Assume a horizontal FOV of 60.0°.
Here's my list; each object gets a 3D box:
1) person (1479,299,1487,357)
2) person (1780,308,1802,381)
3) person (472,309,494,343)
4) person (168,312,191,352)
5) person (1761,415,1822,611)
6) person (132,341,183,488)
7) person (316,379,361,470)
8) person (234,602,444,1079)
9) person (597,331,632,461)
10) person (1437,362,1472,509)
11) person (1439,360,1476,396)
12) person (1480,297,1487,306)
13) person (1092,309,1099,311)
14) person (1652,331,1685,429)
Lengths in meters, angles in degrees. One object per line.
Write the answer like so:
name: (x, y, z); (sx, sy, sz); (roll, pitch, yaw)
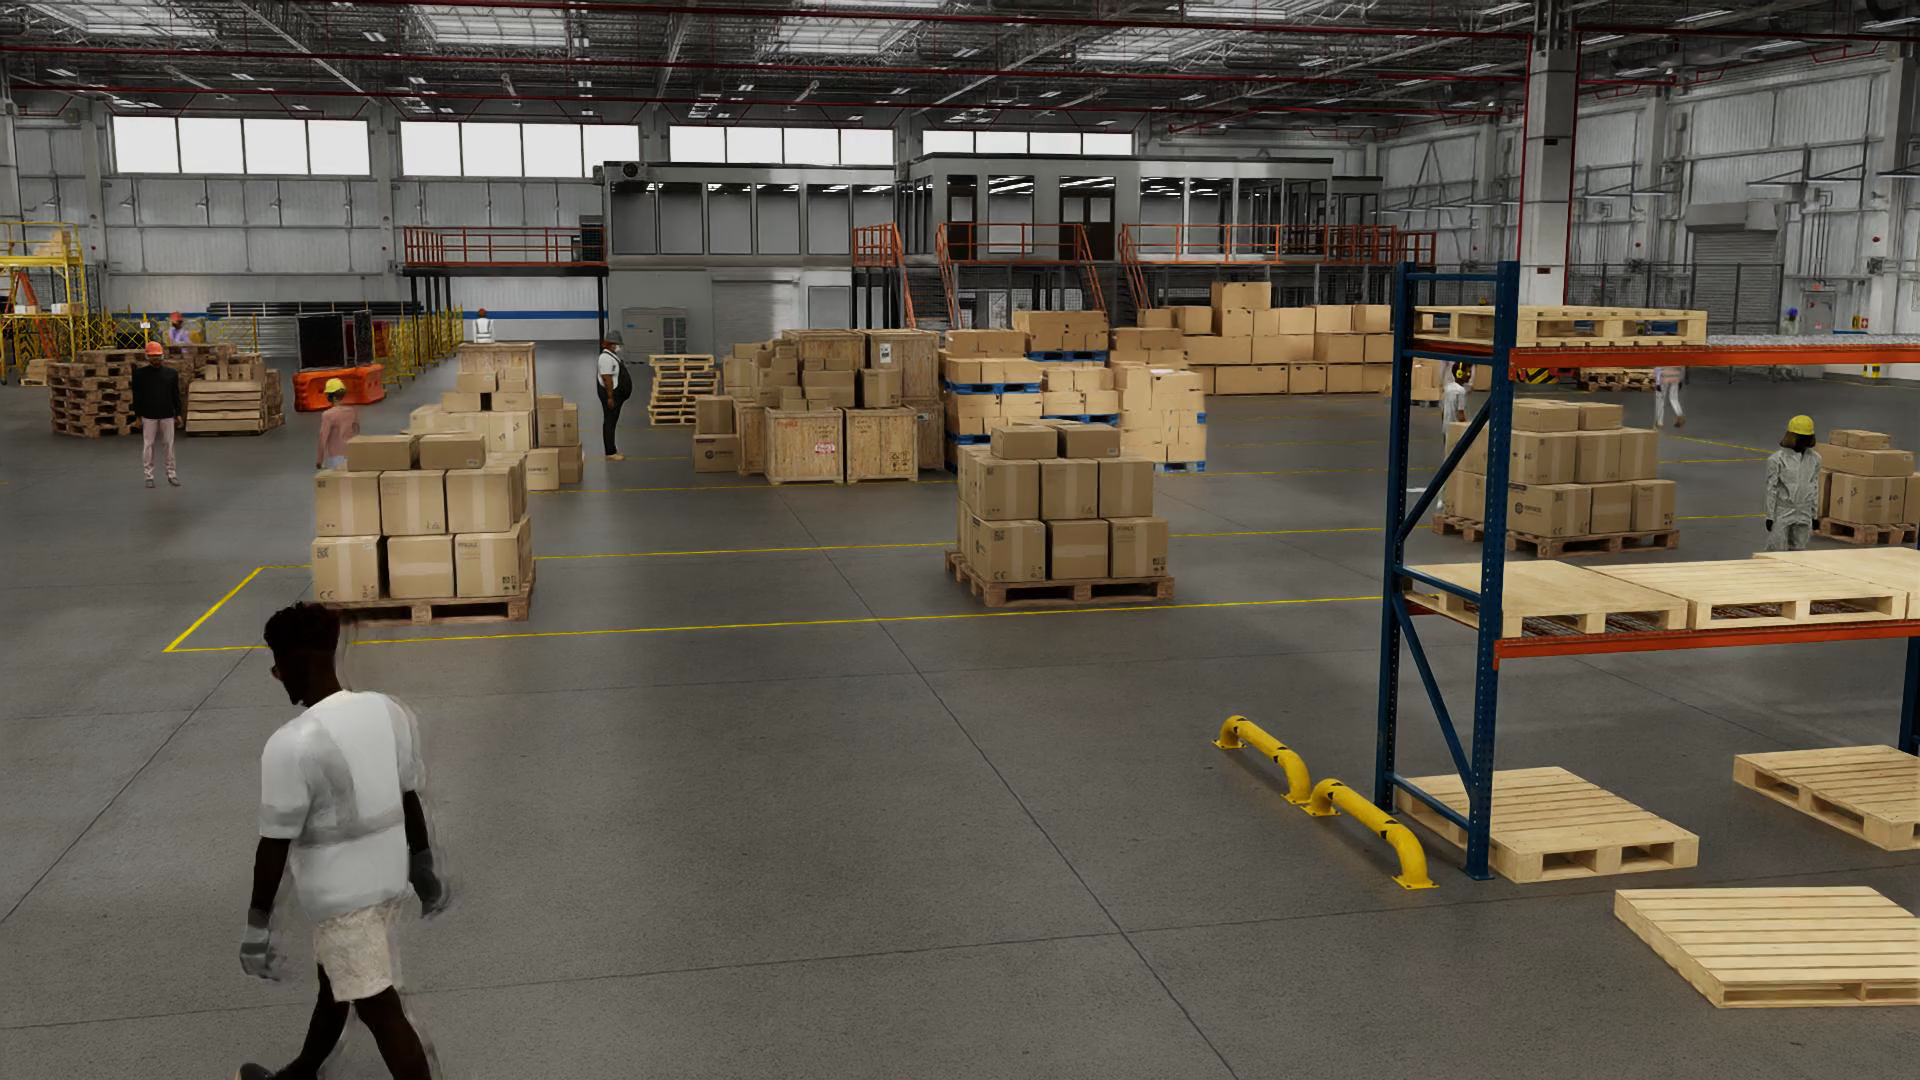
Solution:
person: (17.510, -7.115, 55.890); (0.586, 1.928, 0.364); (3, 10, 20)
person: (21.813, -5.101, 43.610); (0.654, 1.923, 0.715); (-1, 9, -6)
person: (-13.483, -5.624, 47.088); (0.576, 1.840, 0.985); (-2, 10, -12)
person: (-17.340, -4.048, 36.902); (0.627, 2.024, 0.422); (4, 10, 22)
person: (7.202, -0.212, 14.376); (0.494, 1.741, 0.308); (-1, 9, -7)
person: (-10.985, -1.717, 22.782); (0.610, 1.996, 0.379); (-7, 12, -37)
person: (-7.136, -0.958, 18.912); (0.800, 1.733, 0.547); (3, 10, 20)
person: (-2.105, 1.153, 5.562); (1.025, 1.898, 0.707); (2, 10, 15)
person: (-5.389, -2.263, 25.971); (0.536, 2.000, 0.684); (-1, 9, -8)
person: (6.126, -1.286, 20.554); (0.315, 1.864, 0.526); (-1, 9, -8)
person: (8.937, -2.849, 29.910); (0.636, 1.921, 0.661); (3, 10, 20)
person: (18.459, -7.557, 58.482); (0.625, 1.969, 0.837); (-4, 10, -21)
person: (3.527, -4.995, 42.965); (0.423, 1.928, 0.563); (-3, 10, -17)
person: (13.128, -2.941, 30.761); (0.636, 1.823, 0.578); (-1, 9, -8)
